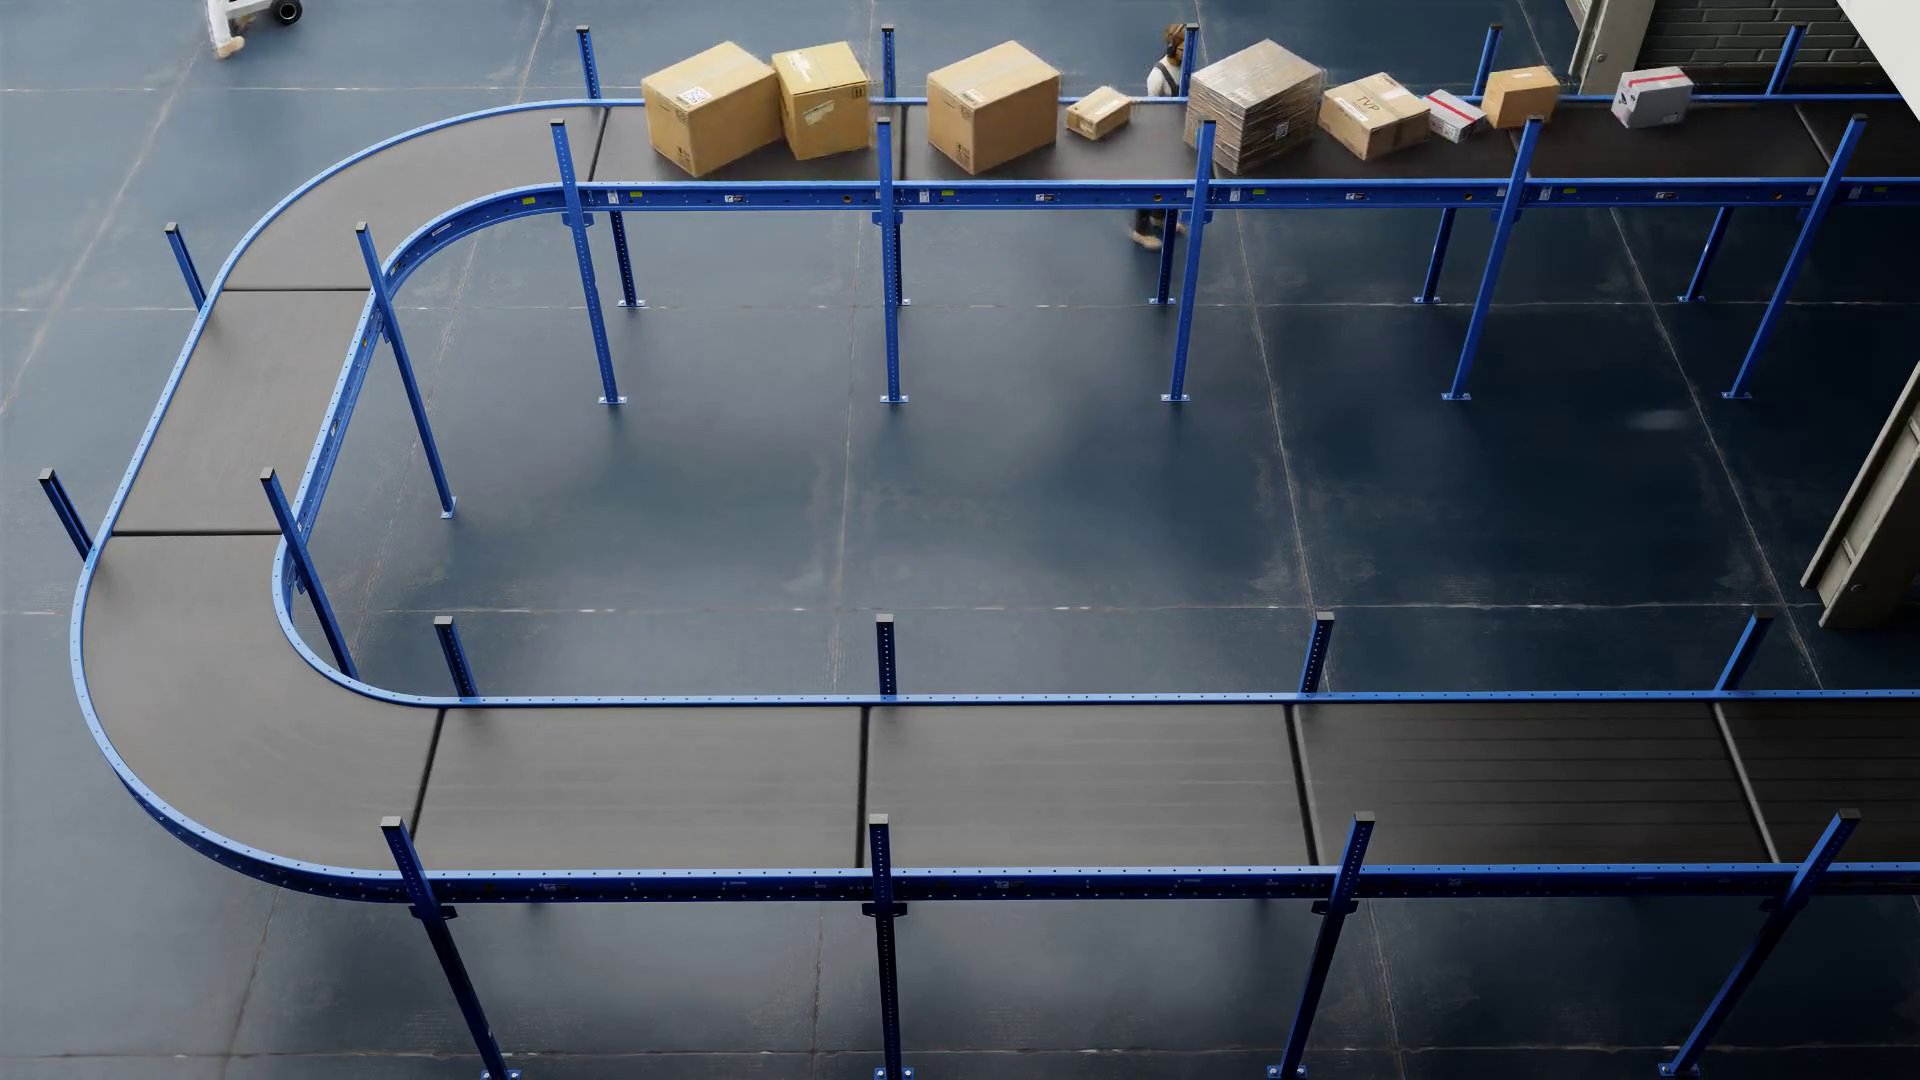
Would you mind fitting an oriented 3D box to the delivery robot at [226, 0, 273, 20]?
[{"bbox_3d":[-6.420,-4.959,15.479,0.707,0.478,0.477,-26,52,-22],"label":"delivery robot"}]

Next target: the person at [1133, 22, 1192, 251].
[{"bbox_3d":[1.541,-3.034,12.848,0.328,1.842,0.515,25,52,22],"label":"person"}]

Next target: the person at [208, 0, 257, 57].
[{"bbox_3d":[-6.458,-5.160,14.855,0.656,1.809,0.817,18,50,16],"label":"person"}]
